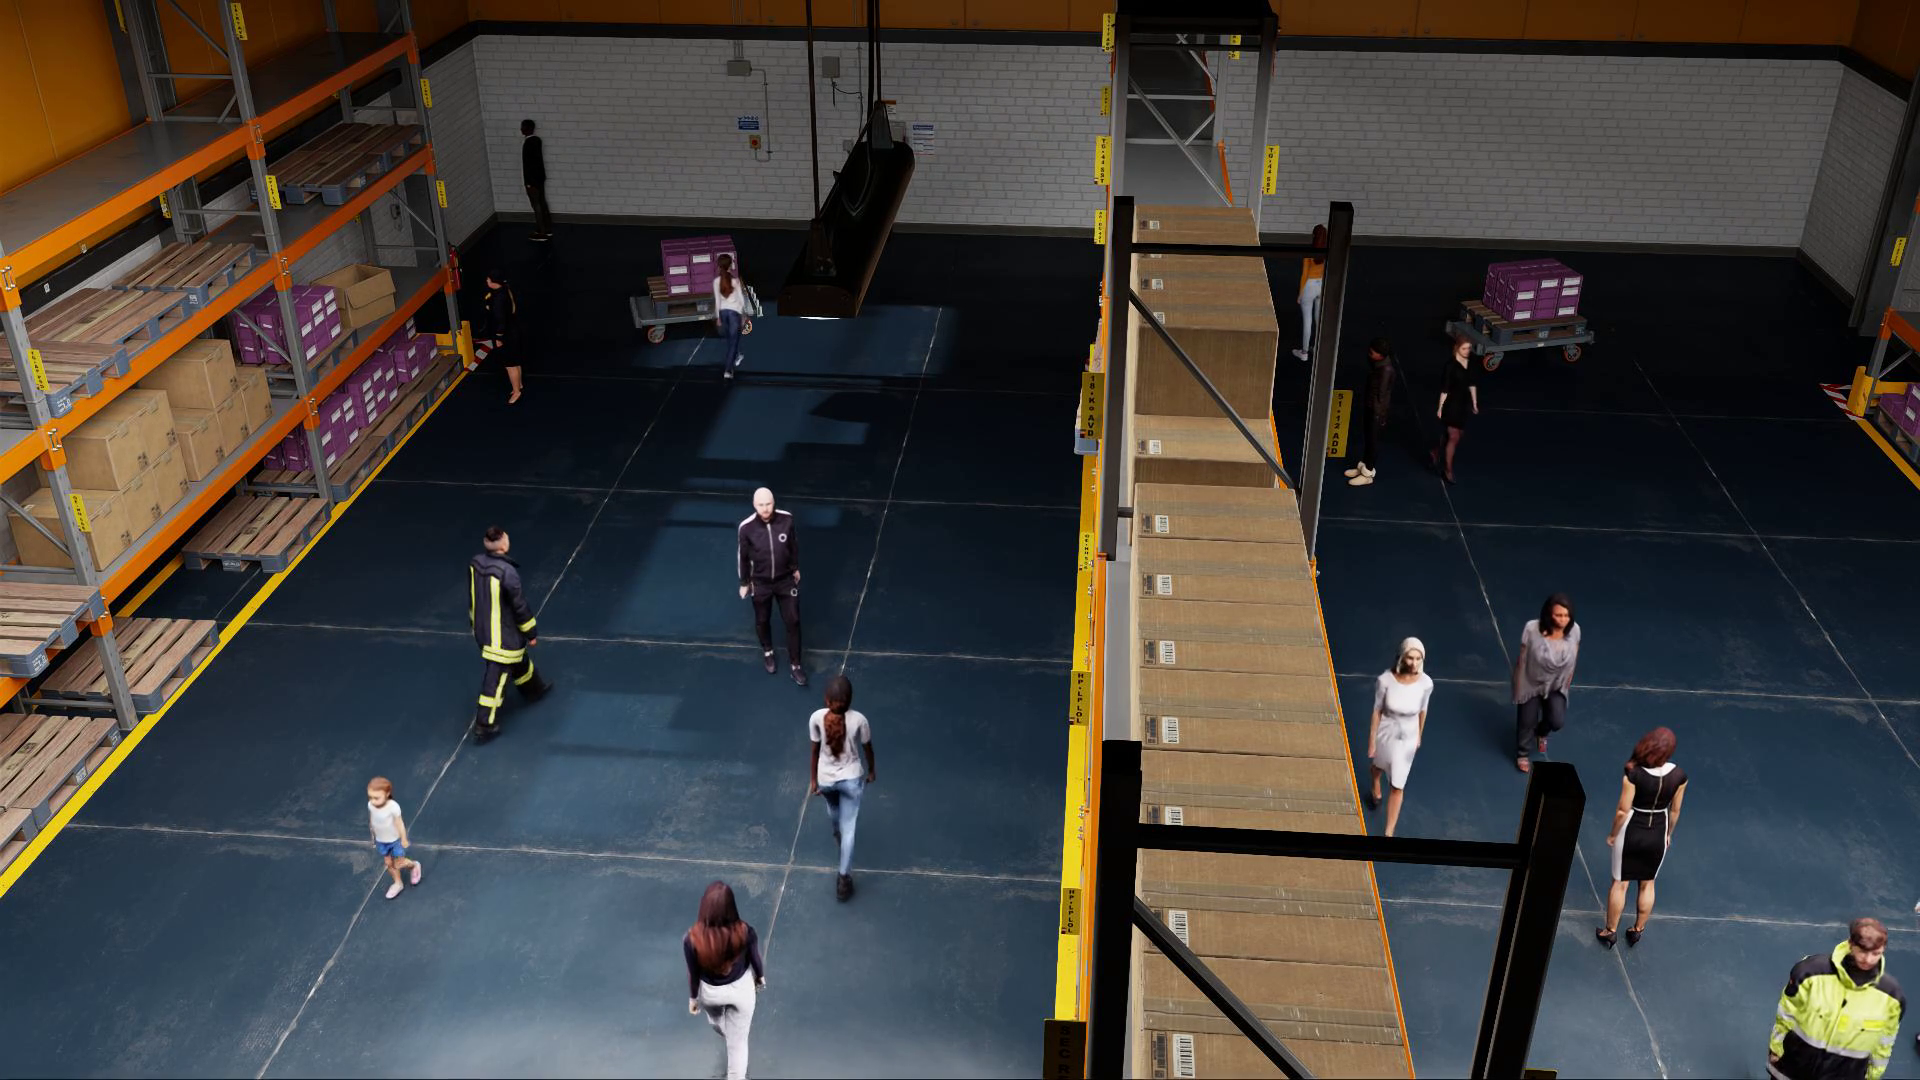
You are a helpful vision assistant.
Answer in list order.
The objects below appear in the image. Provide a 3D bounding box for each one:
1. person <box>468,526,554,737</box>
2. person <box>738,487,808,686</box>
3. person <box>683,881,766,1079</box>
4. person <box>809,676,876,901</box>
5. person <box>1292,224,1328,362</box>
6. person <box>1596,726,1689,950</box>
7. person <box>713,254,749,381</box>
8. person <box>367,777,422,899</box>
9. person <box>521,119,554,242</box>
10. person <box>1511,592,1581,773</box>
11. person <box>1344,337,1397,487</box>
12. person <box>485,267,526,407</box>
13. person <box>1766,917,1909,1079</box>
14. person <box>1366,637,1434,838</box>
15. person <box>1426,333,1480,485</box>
[{"bbox_3d":[-3.832,0.759,13.635,1.146,1.825,1.307,20,34,32],"label":"person"},{"bbox_3d":[-1.659,0.316,14.455,0.883,1.819,0.994,-8,30,-14],"label":"person"},{"bbox_3d":[-1.427,2.813,10.148,0.758,1.559,1.098,-3,29,-6],"label":"person"},{"bbox_3d":[-0.863,1.791,11.898,0.605,1.678,1.059,3,29,5],"label":"person"},{"bbox_3d":[4.431,-3.101,20.790,0.667,1.751,0.678,-8,30,-15],"label":"person"},{"bbox_3d":[4.631,2.041,11.317,0.574,1.795,0.483,2,29,3],"label":"person"},{"bbox_3d":[-2.816,-2.696,20.285,0.620,1.523,1.113,7,29,12],"label":"person"},{"bbox_3d":[-4.090,2.108,12.010,0.488,1.013,0.573,9,30,17],"label":"person"},{"bbox_3d":[-6.372,-5.418,24.987,0.718,1.800,0.495,4,29,7],"label":"person"},{"bbox_3d":[4.643,1.077,13.294,0.608,1.594,0.681,2,29,4],"label":"person"},{"bbox_3d":[4.447,-1.386,17.741,0.662,1.660,0.592,15,32,26],"label":"person"},{"bbox_3d":[-5.351,-2.405,19.597,0.800,1.671,0.618,-2,29,-4],"label":"person"},{"bbox_3d":[4.961,2.897,9.563,0.871,1.972,0.902,9,30,17],"label":"person"},{"bbox_3d":[3.245,1.445,12.505,0.619,1.705,1.106,4,29,7],"label":"person"},{"bbox_3d":[5.226,-1.437,17.809,0.792,1.683,0.861,-19,34,-30],"label":"person"}]
